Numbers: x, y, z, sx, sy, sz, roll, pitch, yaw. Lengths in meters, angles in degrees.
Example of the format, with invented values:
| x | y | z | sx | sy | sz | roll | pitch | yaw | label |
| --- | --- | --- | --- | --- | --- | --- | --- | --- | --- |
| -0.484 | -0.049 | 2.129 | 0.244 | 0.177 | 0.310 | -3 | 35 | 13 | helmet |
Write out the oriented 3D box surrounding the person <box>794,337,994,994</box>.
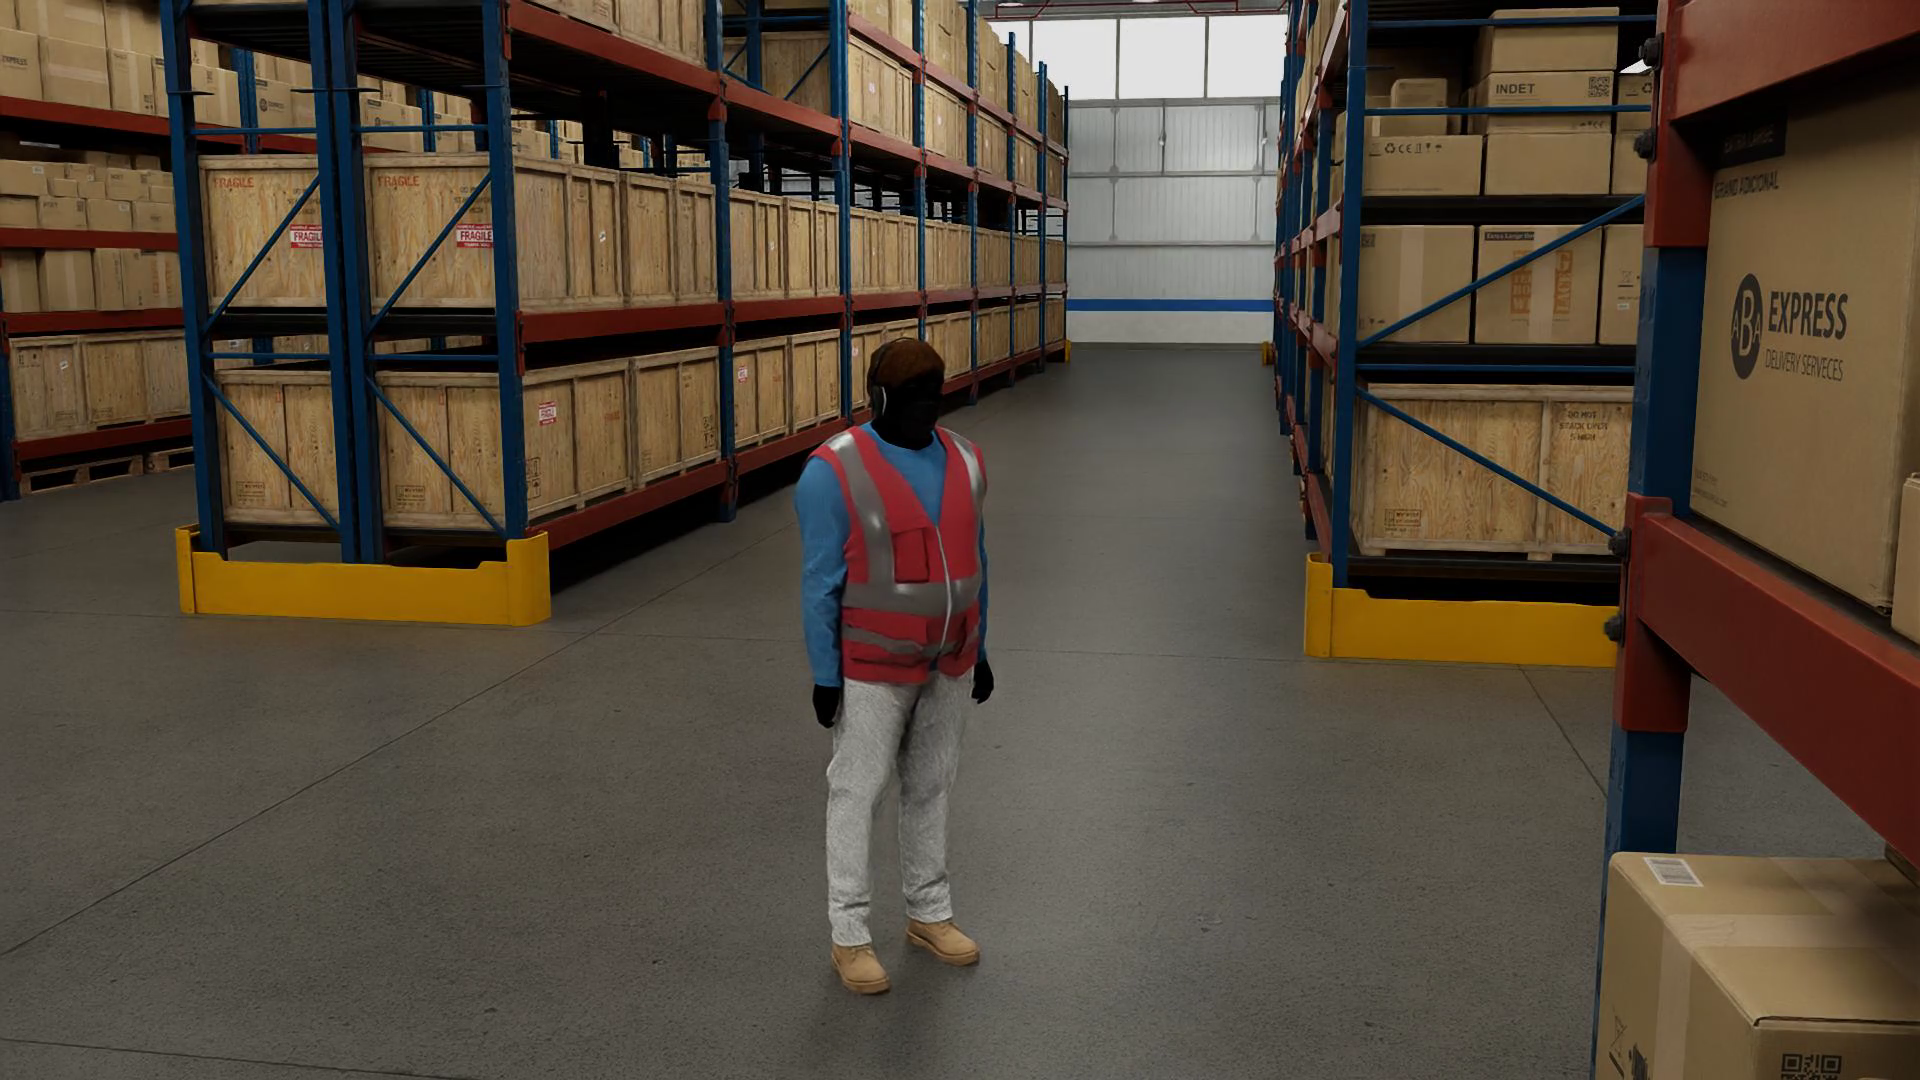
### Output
| x | y | z | sx | sy | sz | roll | pitch | yaw | label |
| --- | --- | --- | --- | --- | --- | --- | --- | --- | --- |
| -0.154 | 0.347 | 4.748 | 0.630 | 1.842 | 0.429 | -7 | 11 | -36 | person |
